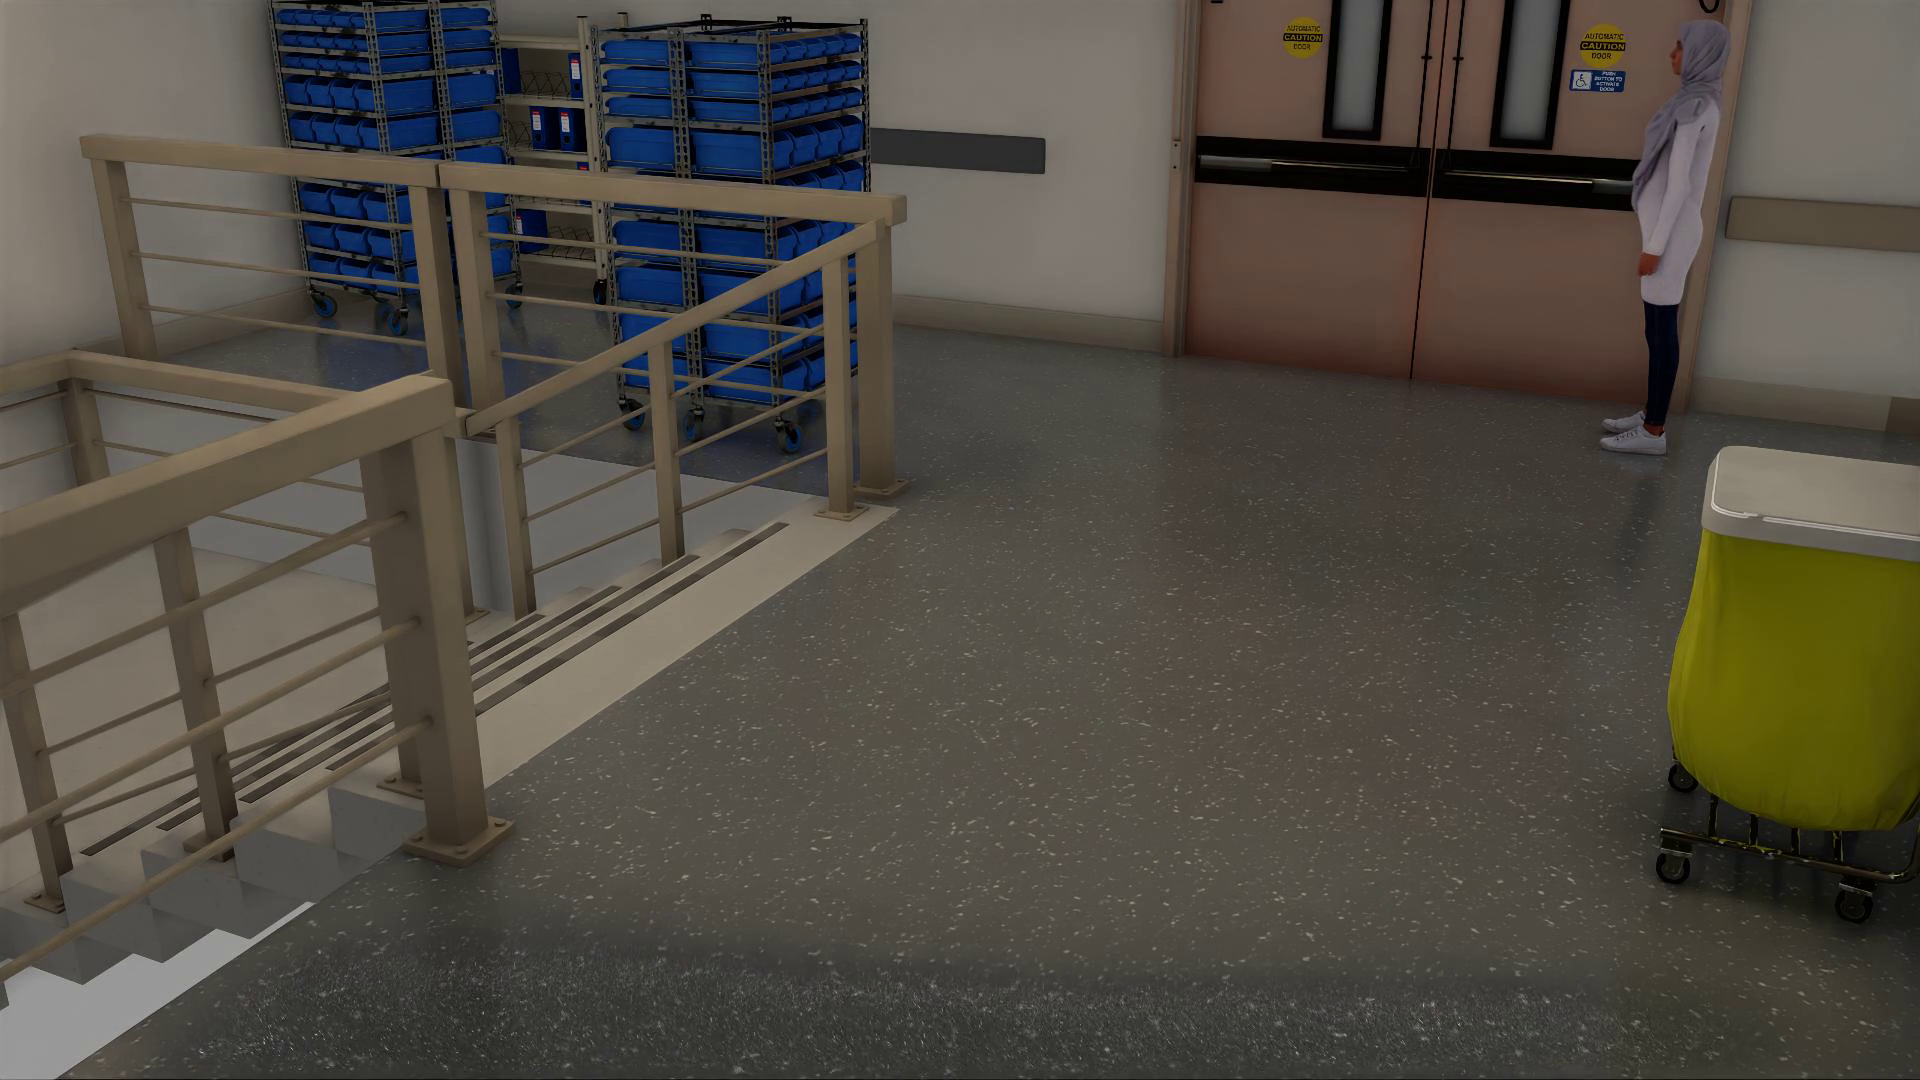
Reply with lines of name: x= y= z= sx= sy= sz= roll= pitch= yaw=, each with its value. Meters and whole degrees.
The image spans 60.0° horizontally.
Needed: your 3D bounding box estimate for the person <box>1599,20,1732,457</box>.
person: x=2.962 y=-1.241 z=6.927 sx=0.512 sy=1.776 sz=0.604 roll=10 pitch=23 yaw=24
